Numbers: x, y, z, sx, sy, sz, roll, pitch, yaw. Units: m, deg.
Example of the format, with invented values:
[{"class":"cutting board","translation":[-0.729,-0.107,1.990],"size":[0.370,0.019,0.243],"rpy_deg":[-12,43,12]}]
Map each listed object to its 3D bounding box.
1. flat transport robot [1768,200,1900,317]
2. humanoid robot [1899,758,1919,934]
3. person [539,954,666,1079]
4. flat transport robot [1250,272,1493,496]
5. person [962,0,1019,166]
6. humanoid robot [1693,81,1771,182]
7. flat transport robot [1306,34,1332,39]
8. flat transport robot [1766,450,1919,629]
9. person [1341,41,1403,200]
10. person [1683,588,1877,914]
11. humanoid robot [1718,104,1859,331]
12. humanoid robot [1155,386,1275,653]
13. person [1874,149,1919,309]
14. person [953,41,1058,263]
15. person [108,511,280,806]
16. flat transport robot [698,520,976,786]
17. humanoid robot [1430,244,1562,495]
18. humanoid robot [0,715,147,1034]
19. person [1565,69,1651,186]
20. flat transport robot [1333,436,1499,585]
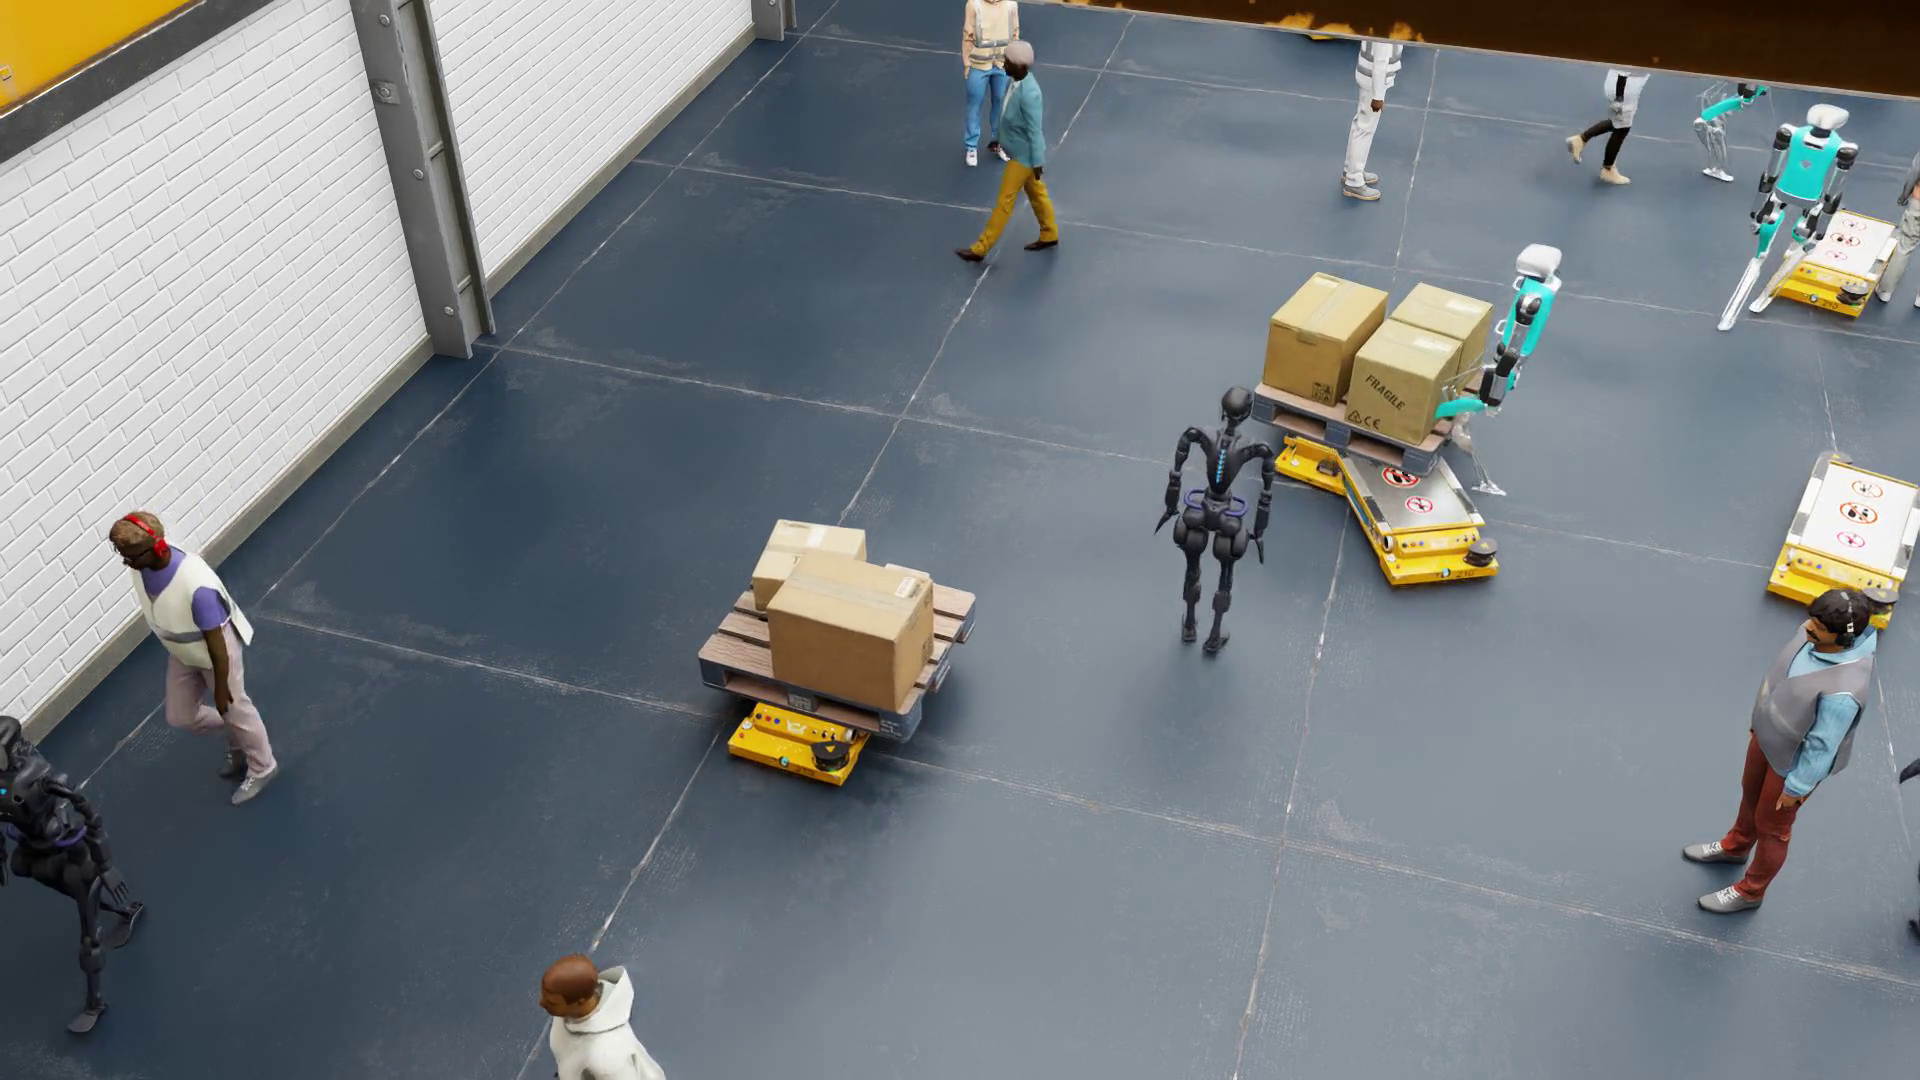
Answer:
[{"class":"flat transport robot","translation":[6.711,-2.163,12.695],"size":[0.659,0.231,1.431],"rpy_deg":[24,45,27]},{"class":"humanoid robot","translation":[4.680,1.088,7.576],"size":[0.612,1.651,0.740],"rpy_deg":[9,40,11]},{"class":"person","translation":[-1.386,2.130,6.185],"size":[0.938,1.713,0.548],"rpy_deg":[-14,41,-17]},{"class":"flat transport robot","translation":[2.665,-0.762,10.953],"size":[0.659,0.231,1.431],"rpy_deg":[23,44,26]},{"class":"person","translation":[0.252,-3.958,13.769],"size":[0.487,1.722,0.378],"rpy_deg":[-9,40,-11]},{"class":"humanoid robot","translation":[6.323,-3.745,13.525],"size":[0.655,1.842,0.542],"rpy_deg":[27,46,30]},{"class":"flat transport robot","translation":[3.968,-5.282,16.574],"size":[1.431,0.231,0.659],"rpy_deg":[-14,41,-17]},{"class":"flat transport robot","translation":[5.386,-0.032,10.044],"size":[0.659,0.231,1.431],"rpy_deg":[22,44,25]},{"class":"person","translation":[3.322,-3.662,13.271],"size":[0.337,1.882,0.581],"rpy_deg":[6,39,8]},{"class":"person","translation":[3.769,0.954,7.540],"size":[0.415,1.873,0.534],"rpy_deg":[3,39,3]},{"class":"humanoid robot","translation":[5.881,-2.290,11.684],"size":[0.545,1.760,0.857],"rpy_deg":[27,46,29]},{"class":"humanoid robot","translation":[1.365,-0.101,9.012],"size":[0.615,1.635,0.379],"rpy_deg":[12,40,14]},{"class":"person","translation":[7.024,-2.434,11.938],"size":[0.522,1.636,0.309],"rpy_deg":[15,41,18]},{"class":"person","translation":[0.362,-2.890,12.441],"size":[0.911,1.699,0.563],"rpy_deg":[-8,40,-10]},{"class":"person","translation":[-3.671,0.564,8.063],"size":[0.569,1.820,0.455],"rpy_deg":[19,43,22]},{"class":"flat transport robot","translation":[-0.655,0.718,9.111],"size":[0.659,0.231,1.431],"rpy_deg":[14,41,17]},{"class":"humanoid robot","translation":[3.076,-1.028,10.135],"size":[0.824,1.811,0.530],"rpy_deg":[20,43,23]},{"class":"humanoid robot","translation":[-3.944,1.380,7.198],"size":[0.610,1.623,0.772],"rpy_deg":[4,39,5]},{"class":"person","translation":[5.307,-3.644,13.416],"size":[0.510,1.669,0.542],"rpy_deg":[15,41,18]},{"class":"flat transport robot","translation":[2.760,-0.262,10.331],"size":[0.659,0.231,1.431],"rpy_deg":[-5,39,-7]}]
